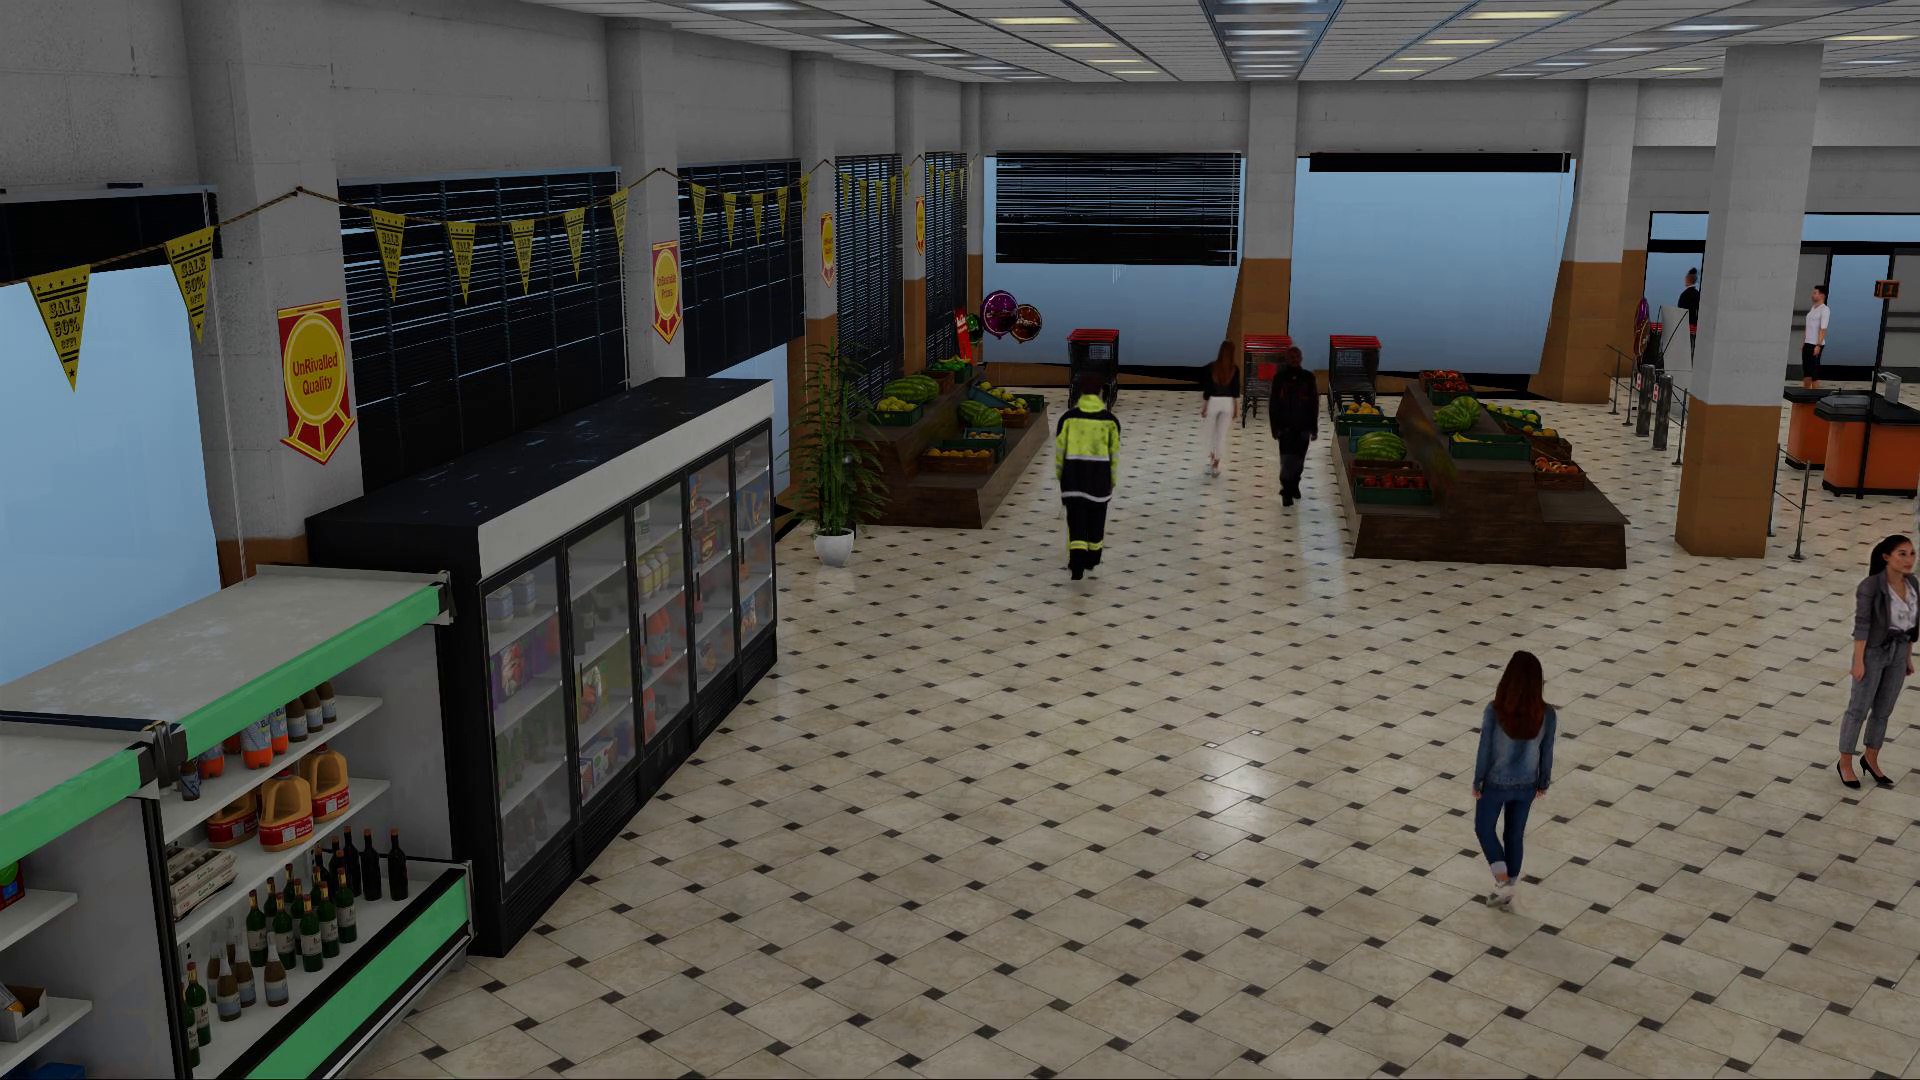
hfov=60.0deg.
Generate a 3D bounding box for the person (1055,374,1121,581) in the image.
[{"bbox_3d":[1.180,-0.563,15.744,0.918,1.945,1.283,0,14,-1],"label":"person"}]

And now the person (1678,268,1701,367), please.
[{"bbox_3d":[12.560,-3.710,28.691,0.768,1.959,0.856,-12,18,-39],"label":"person"}]

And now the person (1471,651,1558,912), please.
[{"bbox_3d":[2.974,1.334,8.938,0.631,1.467,0.695,0,14,0],"label":"person"}]

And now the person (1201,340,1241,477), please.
[{"bbox_3d":[3.231,-1.622,20.680,0.721,1.676,1.030,4,14,17],"label":"person"}]

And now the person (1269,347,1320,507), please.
[{"bbox_3d":[3.864,-1.333,19.219,0.746,1.804,1.217,2,14,7],"label":"person"}]

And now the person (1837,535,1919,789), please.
[{"bbox_3d":[5.973,0.777,10.790,0.713,1.677,0.721,-4,14,-16],"label":"person"}]

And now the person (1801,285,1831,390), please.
[{"bbox_3d":[13.654,-3.143,26.580,0.761,1.852,0.563,0,14,0],"label":"person"}]
